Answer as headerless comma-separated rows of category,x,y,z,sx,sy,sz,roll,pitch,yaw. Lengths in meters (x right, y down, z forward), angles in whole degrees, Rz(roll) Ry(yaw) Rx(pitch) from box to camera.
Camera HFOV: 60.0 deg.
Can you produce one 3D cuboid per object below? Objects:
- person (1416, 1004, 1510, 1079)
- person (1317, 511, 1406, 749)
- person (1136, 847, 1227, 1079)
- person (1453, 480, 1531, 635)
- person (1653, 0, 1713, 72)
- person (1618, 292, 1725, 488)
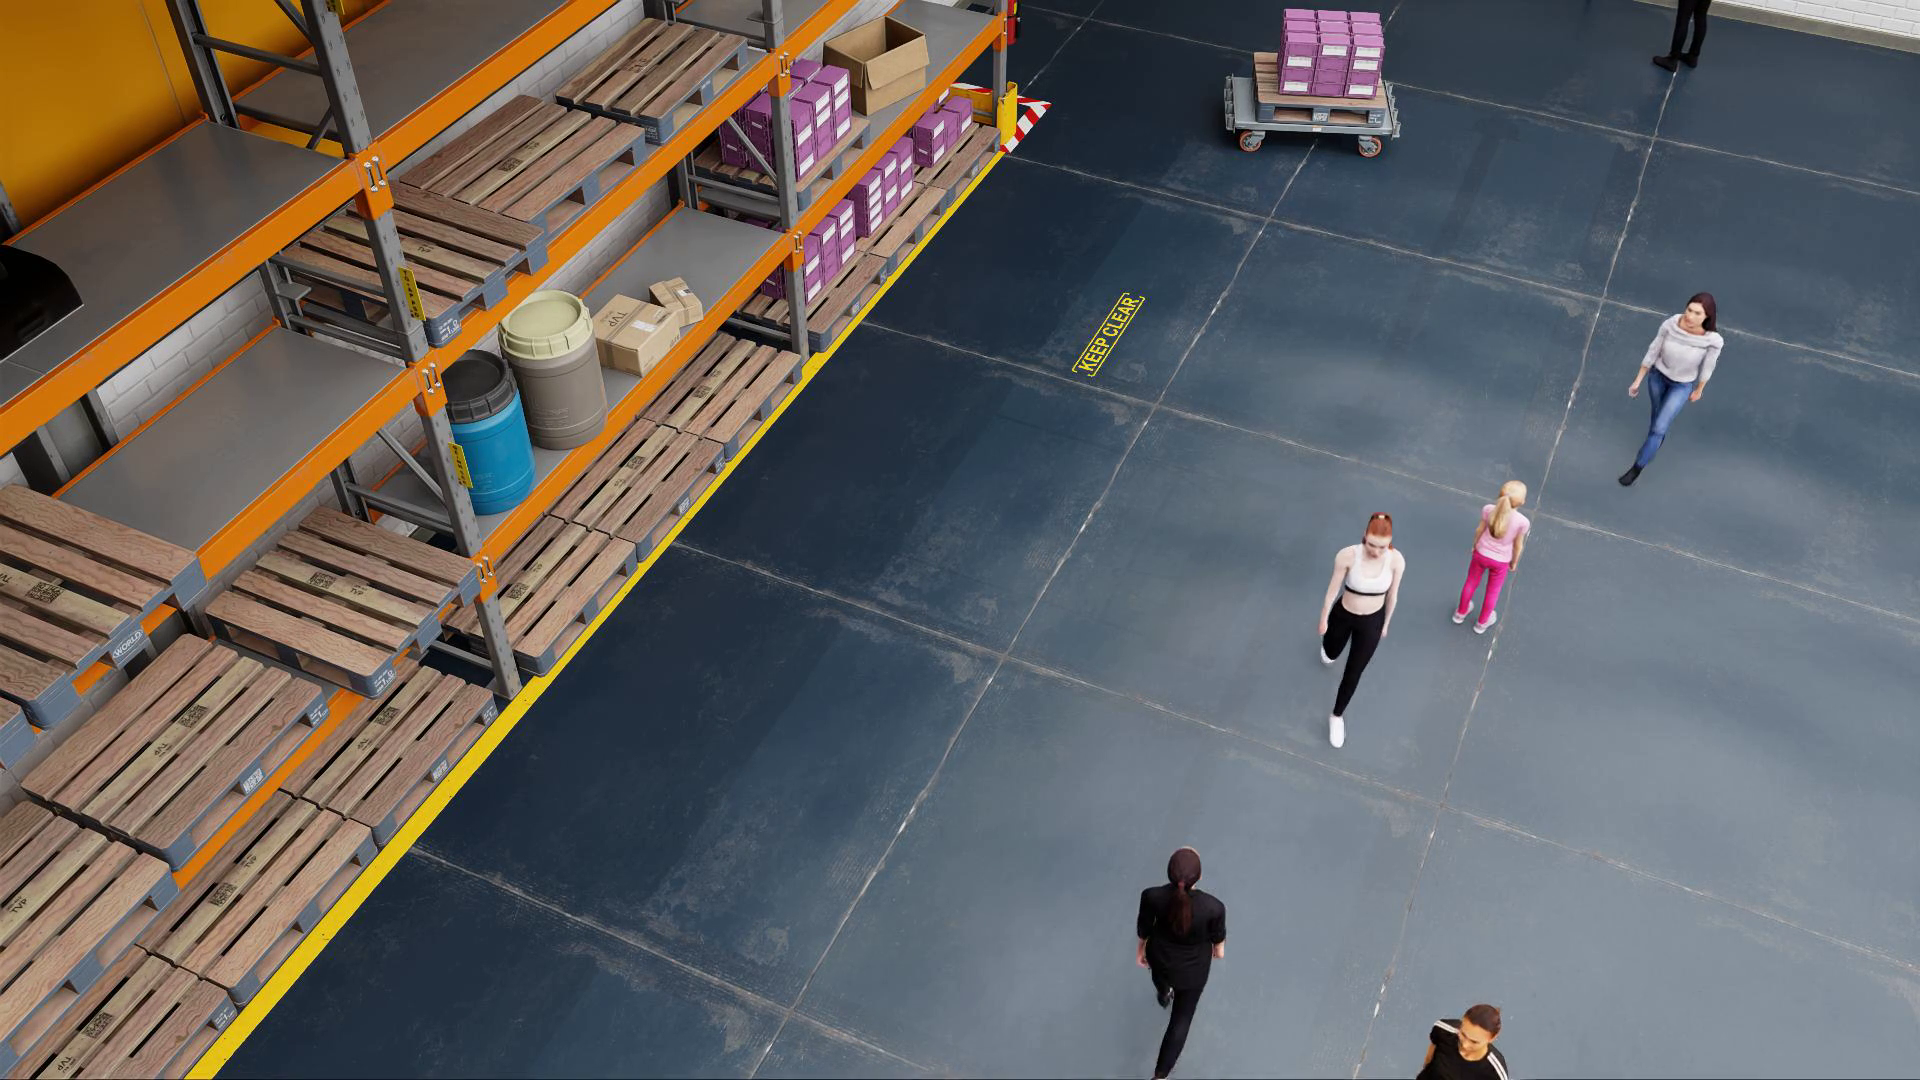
person,2.479,2.709,8.168,1.115,1.648,0.892,-29,51,-27
person,2.485,0.449,10.488,0.838,1.720,1.155,5,44,5
person,1.116,2.254,8.663,0.607,1.623,1.057,17,46,17
person,3.584,0.101,11.178,0.499,1.272,0.518,24,49,23
person,7.521,-5.656,16.794,0.718,1.861,0.787,-17,46,-17
person,5.291,-1.193,12.307,1.089,1.588,0.845,-34,53,-30
